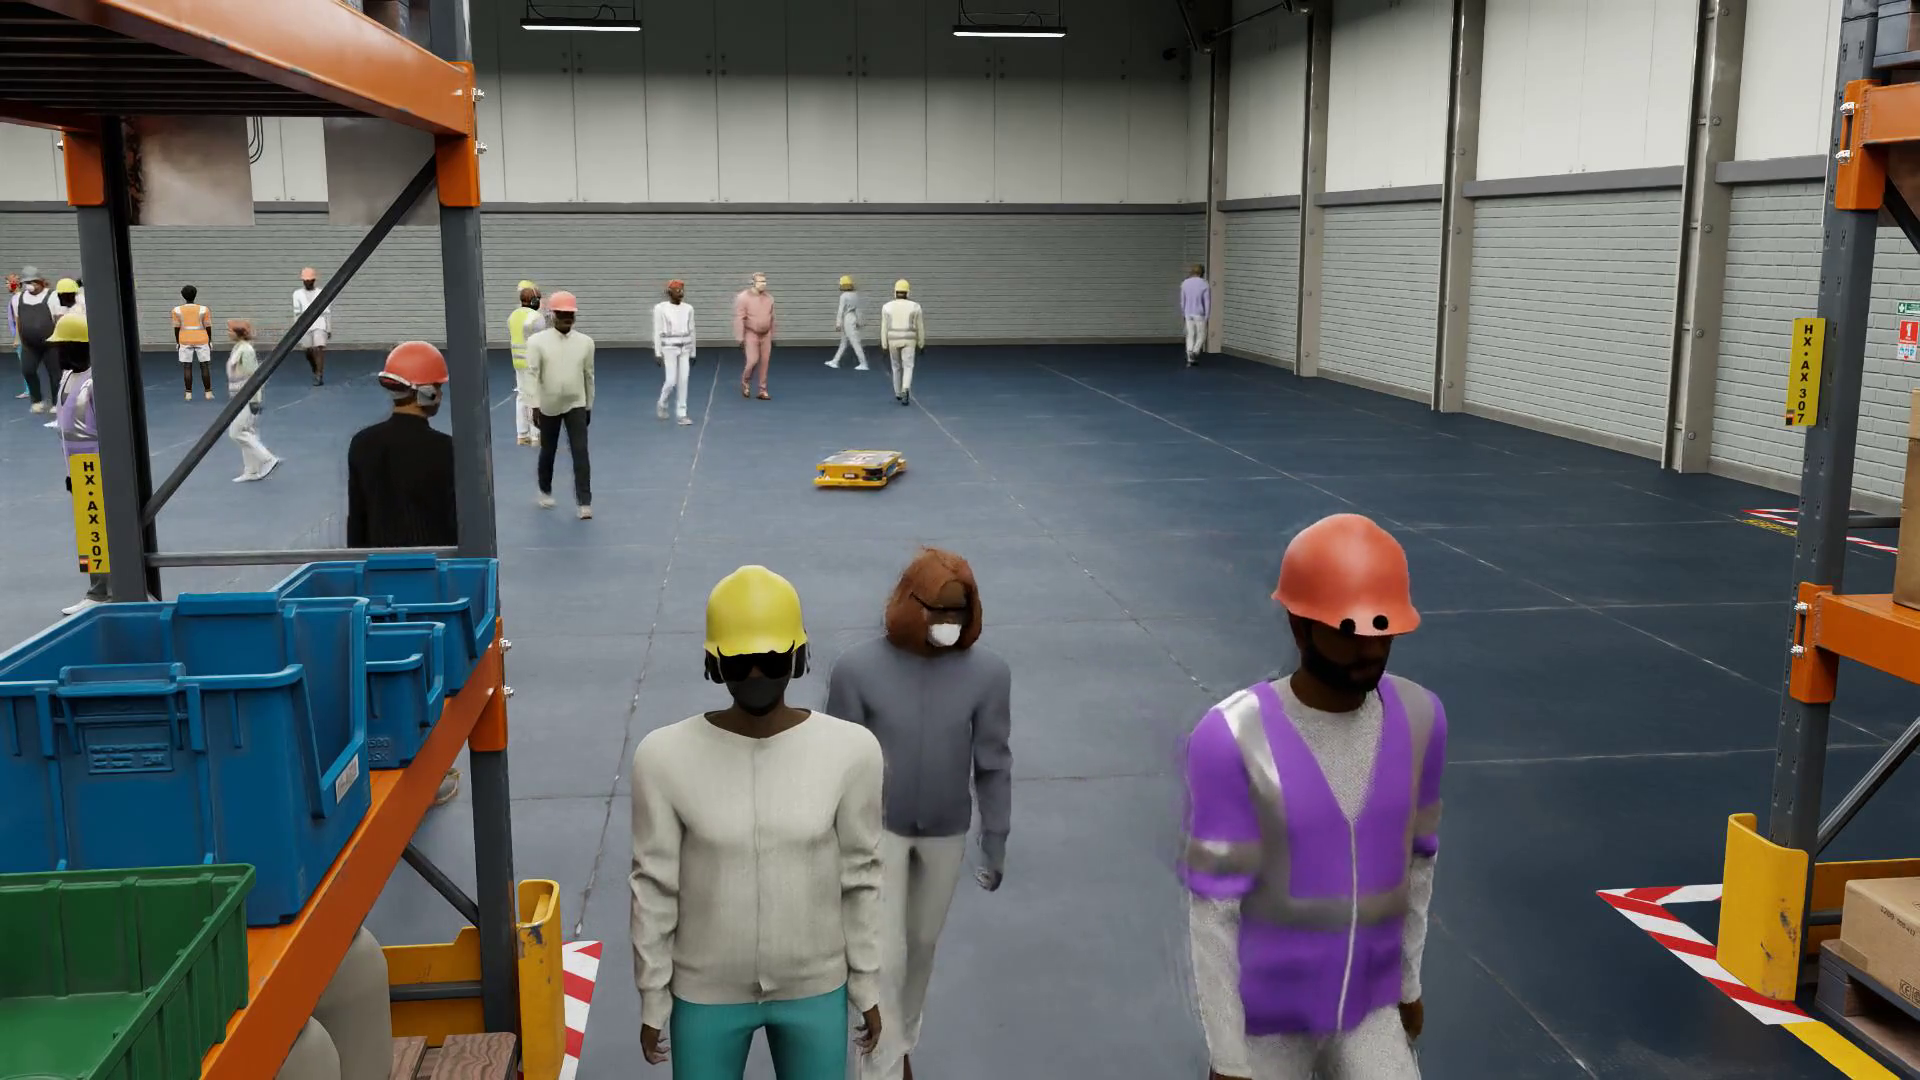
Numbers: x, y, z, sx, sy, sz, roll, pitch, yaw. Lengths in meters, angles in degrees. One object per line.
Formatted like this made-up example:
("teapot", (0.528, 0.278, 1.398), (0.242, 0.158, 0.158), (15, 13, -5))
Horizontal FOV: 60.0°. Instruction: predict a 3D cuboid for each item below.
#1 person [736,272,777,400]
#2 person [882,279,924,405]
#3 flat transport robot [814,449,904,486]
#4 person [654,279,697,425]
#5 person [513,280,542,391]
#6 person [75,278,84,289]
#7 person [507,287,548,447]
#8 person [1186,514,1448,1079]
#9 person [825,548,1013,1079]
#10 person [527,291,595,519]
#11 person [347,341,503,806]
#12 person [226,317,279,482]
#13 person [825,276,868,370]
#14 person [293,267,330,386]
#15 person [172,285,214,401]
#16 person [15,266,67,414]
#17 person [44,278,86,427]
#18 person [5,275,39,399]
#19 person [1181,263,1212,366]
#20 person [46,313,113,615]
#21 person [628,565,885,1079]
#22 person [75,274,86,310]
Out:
("person", (-2.981, -3.004, 24.543), (0.672, 1.890, 0.441), (-8, 13, -37))
("person", (-0.831, -2.846, 23.945), (0.602, 1.806, 0.839), (1, 10, 4))
("flat transport robot", (-0.984, -0.723, 16.491), (0.652, 0.197, 1.431), (1, 10, 7))
("person", (-3.651, -2.404, 21.307), (0.605, 1.873, 0.502), (-9, 14, -41))
("person", (-6.727, -3.228, 26.209), (0.520, 1.736, 0.822), (5, 12, 26))
("person", (-15.673, -3.825, 29.651), (0.651, 1.680, 0.542), (5, 12, 26))
("person", (-4.927, -1.987, 19.152), (0.632, 1.838, 0.429), (10, 14, 43))
("person", (0.725, 0.902, 3.117), (0.573, 1.893, 0.940), (-3, 11, -16))
("person", (-0.111, 0.815, 4.393), (0.544, 1.593, 0.734), (-3, 11, -16))
("person", (-3.479, -1.191, 14.480), (0.616, 1.954, 1.026), (-4, 11, -23))
("person", (-2.219, 0.150, 7.021), (0.635, 1.970, 0.600), (6, 12, 31))
("person", (-7.018, -1.367, 16.304), (0.382, 1.628, 0.519), (-5, 12, -27))
("person", (-2.062, -3.945, 30.242), (0.920, 1.685, 0.501), (4, 11, 22))
("person", (-10.519, -3.471, 27.055), (0.550, 1.922, 0.620), (-2, 10, -9))
("person", (-11.287, -2.899, 24.504), (0.535, 1.700, 0.315), (-4, 11, -21))
("person", (-12.480, -2.721, 22.591), (0.692, 2.000, 0.552), (-1, 10, -6))
("person", (-11.195, -2.392, 21.215), (0.945, 1.894, 0.582), (-6, 12, -30))
("person", (-13.976, -3.034, 24.840), (0.374, 1.843, 0.568), (-3, 11, -14))
("person", (4.395, -4.180, 30.941), (0.633, 1.924, 0.431), (7, 12, 33))
("person", (-5.474, -0.453, 10.459), (0.586, 1.930, 0.357), (9, 14, 40))
("person", (-0.405, 0.918, 3.397), (0.522, 1.769, 0.311), (-2, 11, -12))
("person", (-13.646, -3.315, 26.274), (0.655, 1.892, 0.591), (-3, 11, -14))
